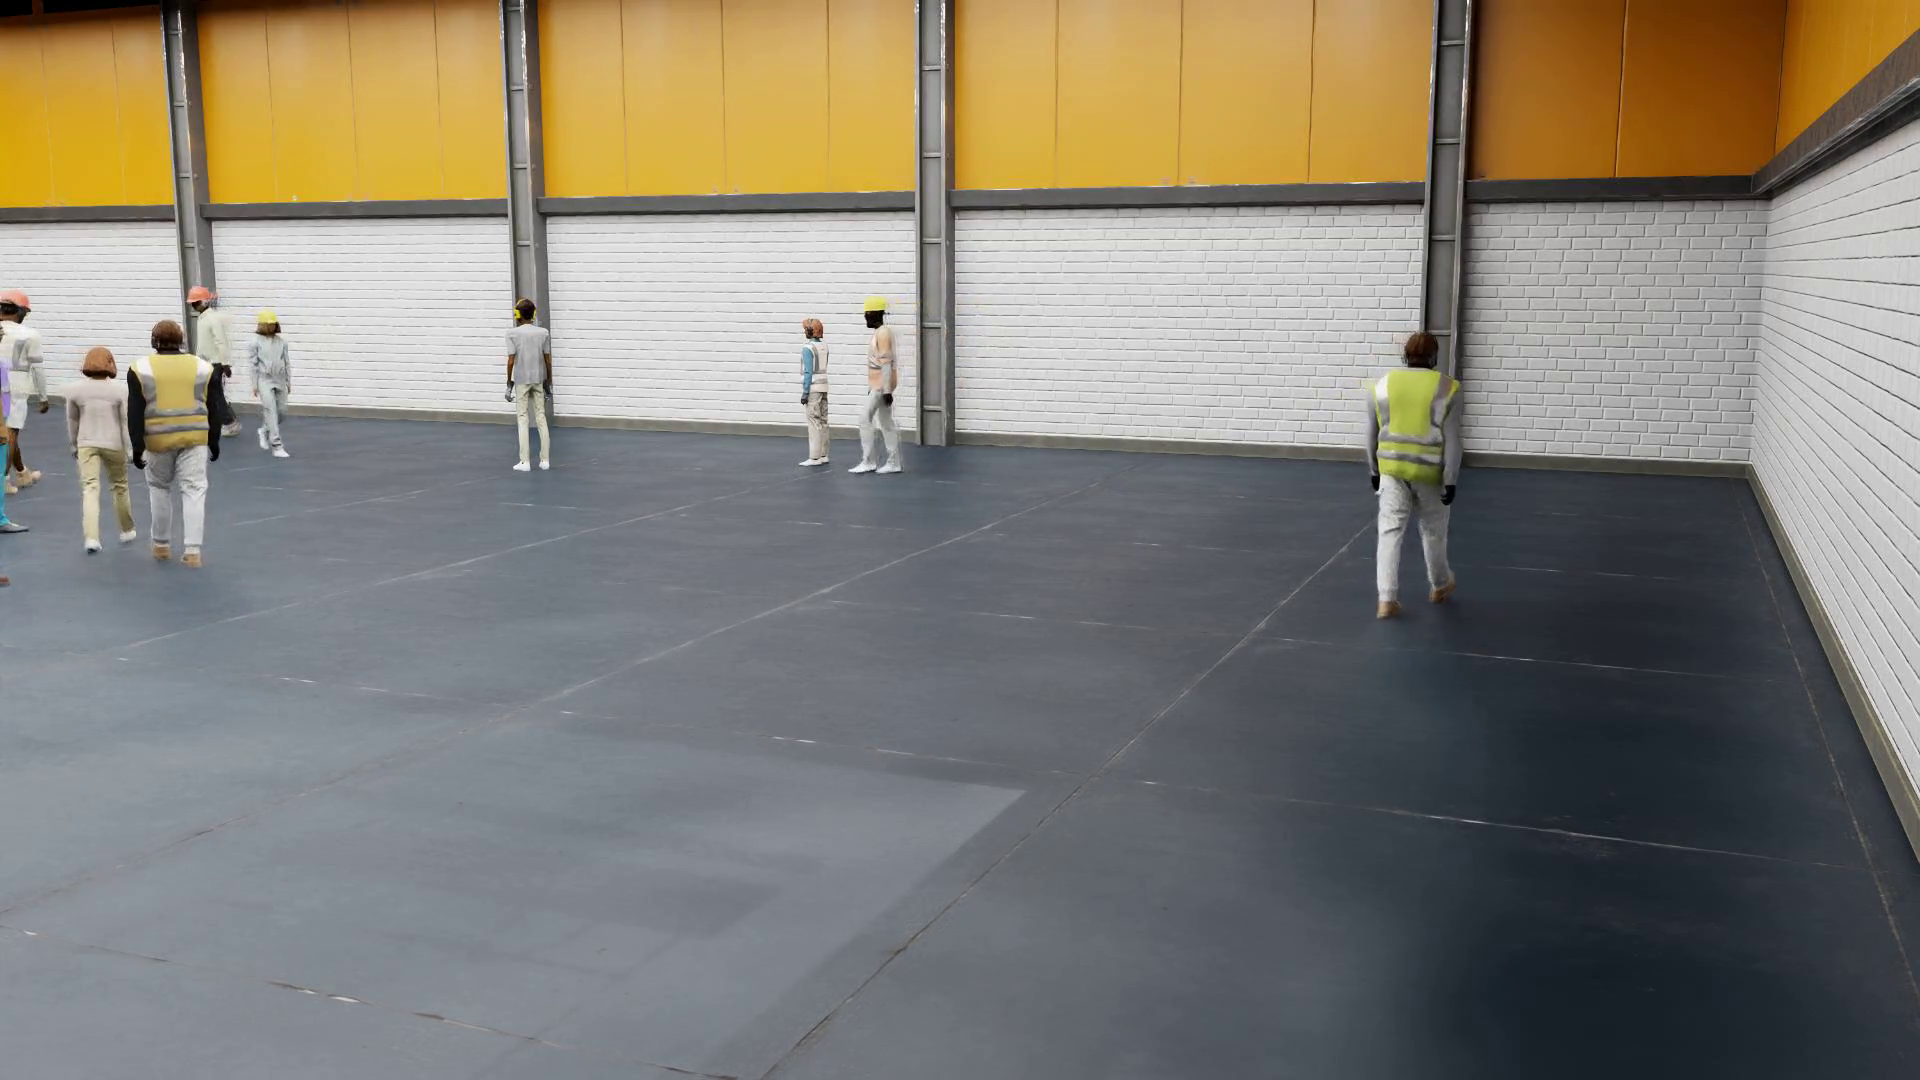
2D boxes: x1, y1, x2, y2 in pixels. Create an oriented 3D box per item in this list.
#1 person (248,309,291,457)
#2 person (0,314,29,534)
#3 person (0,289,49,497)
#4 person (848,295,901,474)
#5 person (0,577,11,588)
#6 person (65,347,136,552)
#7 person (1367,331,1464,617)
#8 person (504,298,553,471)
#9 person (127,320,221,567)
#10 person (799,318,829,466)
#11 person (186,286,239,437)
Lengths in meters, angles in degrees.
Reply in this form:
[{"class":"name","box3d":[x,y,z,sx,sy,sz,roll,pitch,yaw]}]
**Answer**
[{"class":"person","box3d":[-8.085,-1.839,19.455,0.673,1.724,0.490,7,12,37]},{"class":"person","box3d":[-8.076,-0.970,13.818,0.374,1.840,0.568,-9,13,-44]},{"class":"person","box3d":[-9.217,-1.443,16.251,0.641,1.986,0.987,1,9,3]},{"class":"person","box3d":[-0.945,-1.638,17.658,0.707,1.902,0.625,-1,9,-4]},{"class":"person","box3d":[-6.994,-0.601,11.365,0.732,1.917,0.633,1,9,7]},{"class":"person","box3d":[-6.741,-0.723,13.077,0.499,1.592,0.853,-3,10,-18]},{"class":"person","box3d":[2.938,-0.433,10.697,0.648,1.790,0.954,6,11,31]},{"class":"person","box3d":[-4.690,-1.681,18.059,0.539,1.866,0.313,-6,11,-34]},{"class":"person","box3d":[-5.880,-0.729,12.439,0.655,1.808,0.884,-6,11,-33]},{"class":"person","box3d":[-1.612,-1.639,18.487,0.307,1.640,0.520,3,10,19]},{"class":"person","box3d":[-9.657,-2.286,21.449,0.510,1.961,0.618,-7,12,-37]}]
